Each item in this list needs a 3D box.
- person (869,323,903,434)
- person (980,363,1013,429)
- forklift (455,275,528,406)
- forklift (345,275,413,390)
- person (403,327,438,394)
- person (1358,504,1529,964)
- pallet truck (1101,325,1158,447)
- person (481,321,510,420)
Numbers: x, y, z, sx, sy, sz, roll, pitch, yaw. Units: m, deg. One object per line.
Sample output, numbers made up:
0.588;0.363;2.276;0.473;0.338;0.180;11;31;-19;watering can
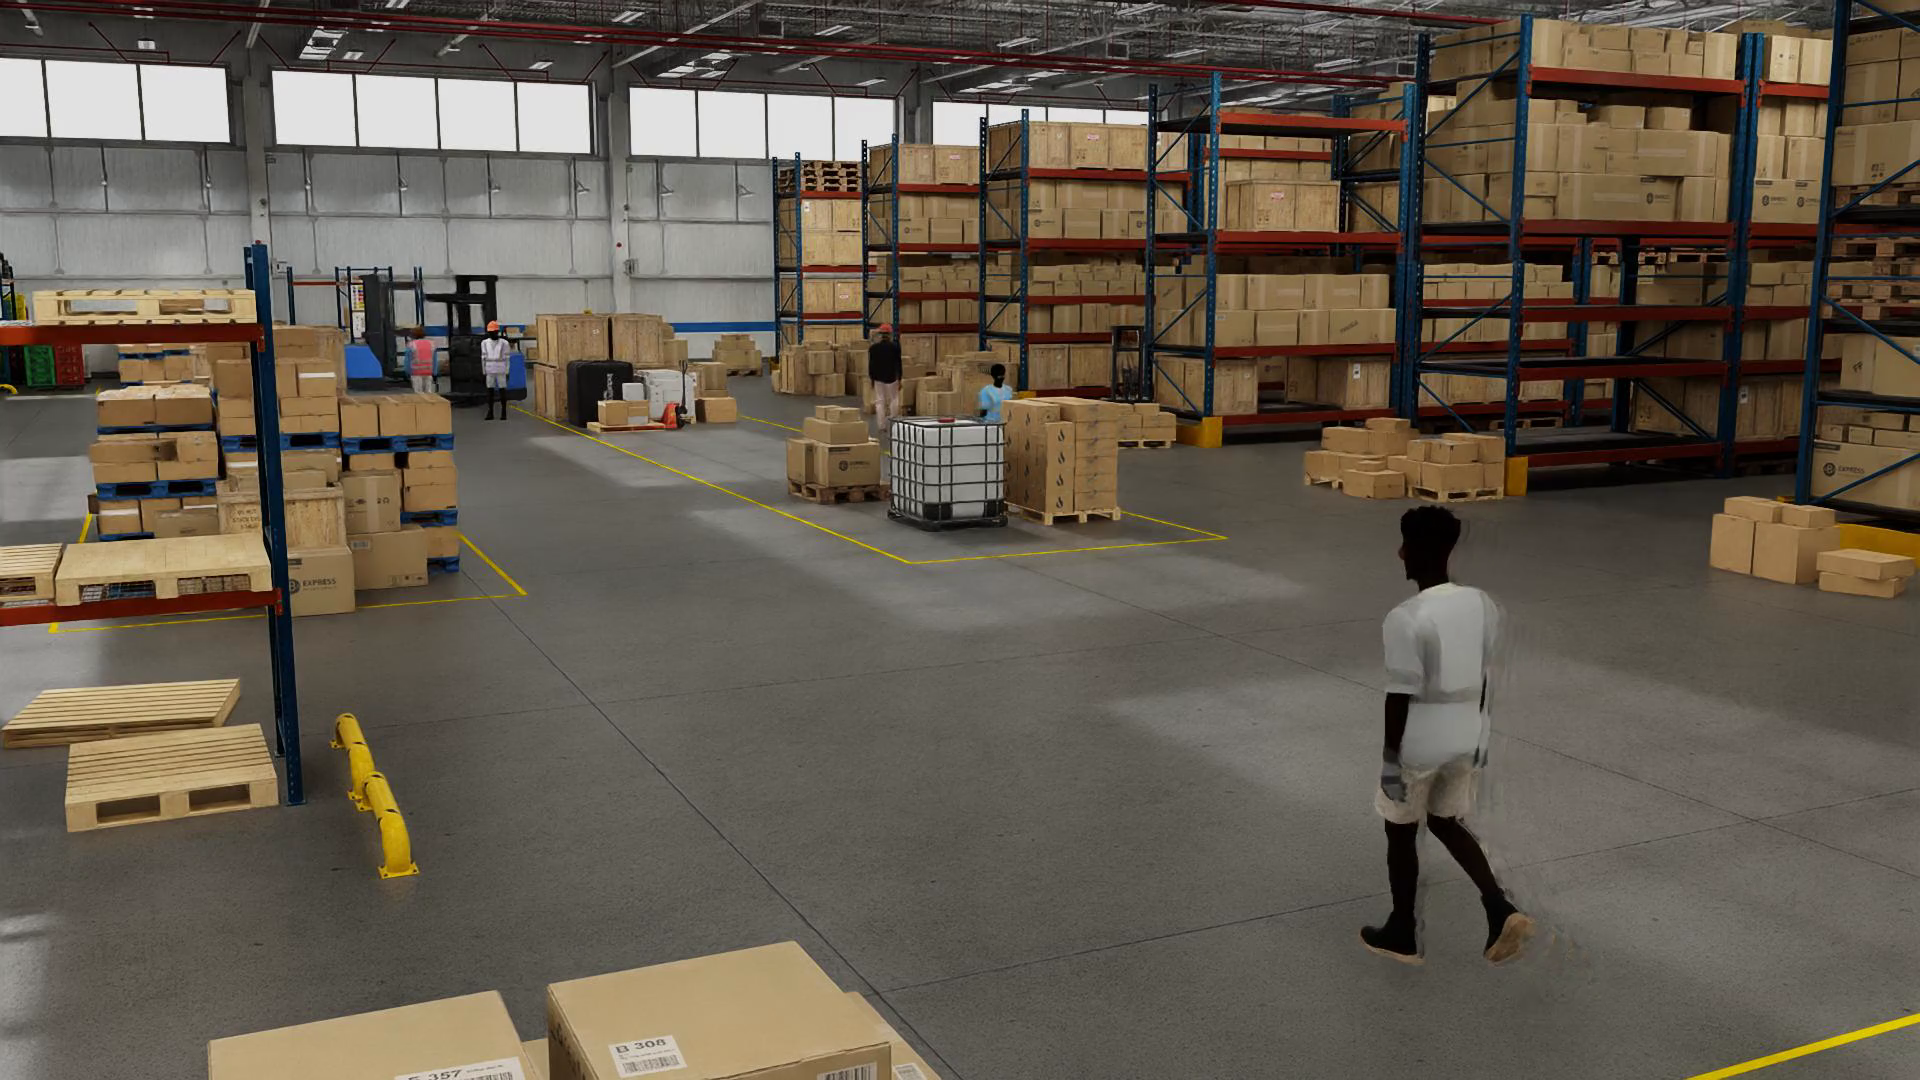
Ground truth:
-1.296;-2.907;29.948;0.647;1.960;0.905;2;9;13;person
0.461;-1.588;22.704;0.540;1.669;0.829;-5;11;-30;person
-10.511;-4.400;36.385;1.129;2.768;1.873;5;10;26;forklift
-14.472;-5.135;40.949;1.873;2.768;1.129;-4;10;-25;forklift
-10.605;-3.260;32.585;0.610;1.824;0.638;9;13;44;person
1.985;0.827;6.812;0.612;1.952;0.650;-6;11;-31;person
2.881;-2.596;27.923;0.823;1.965;1.885;-1;9;-7;pallet truck
-9.061;-3.298;32.466;0.547;1.938;0.379;0;9;-1;person
